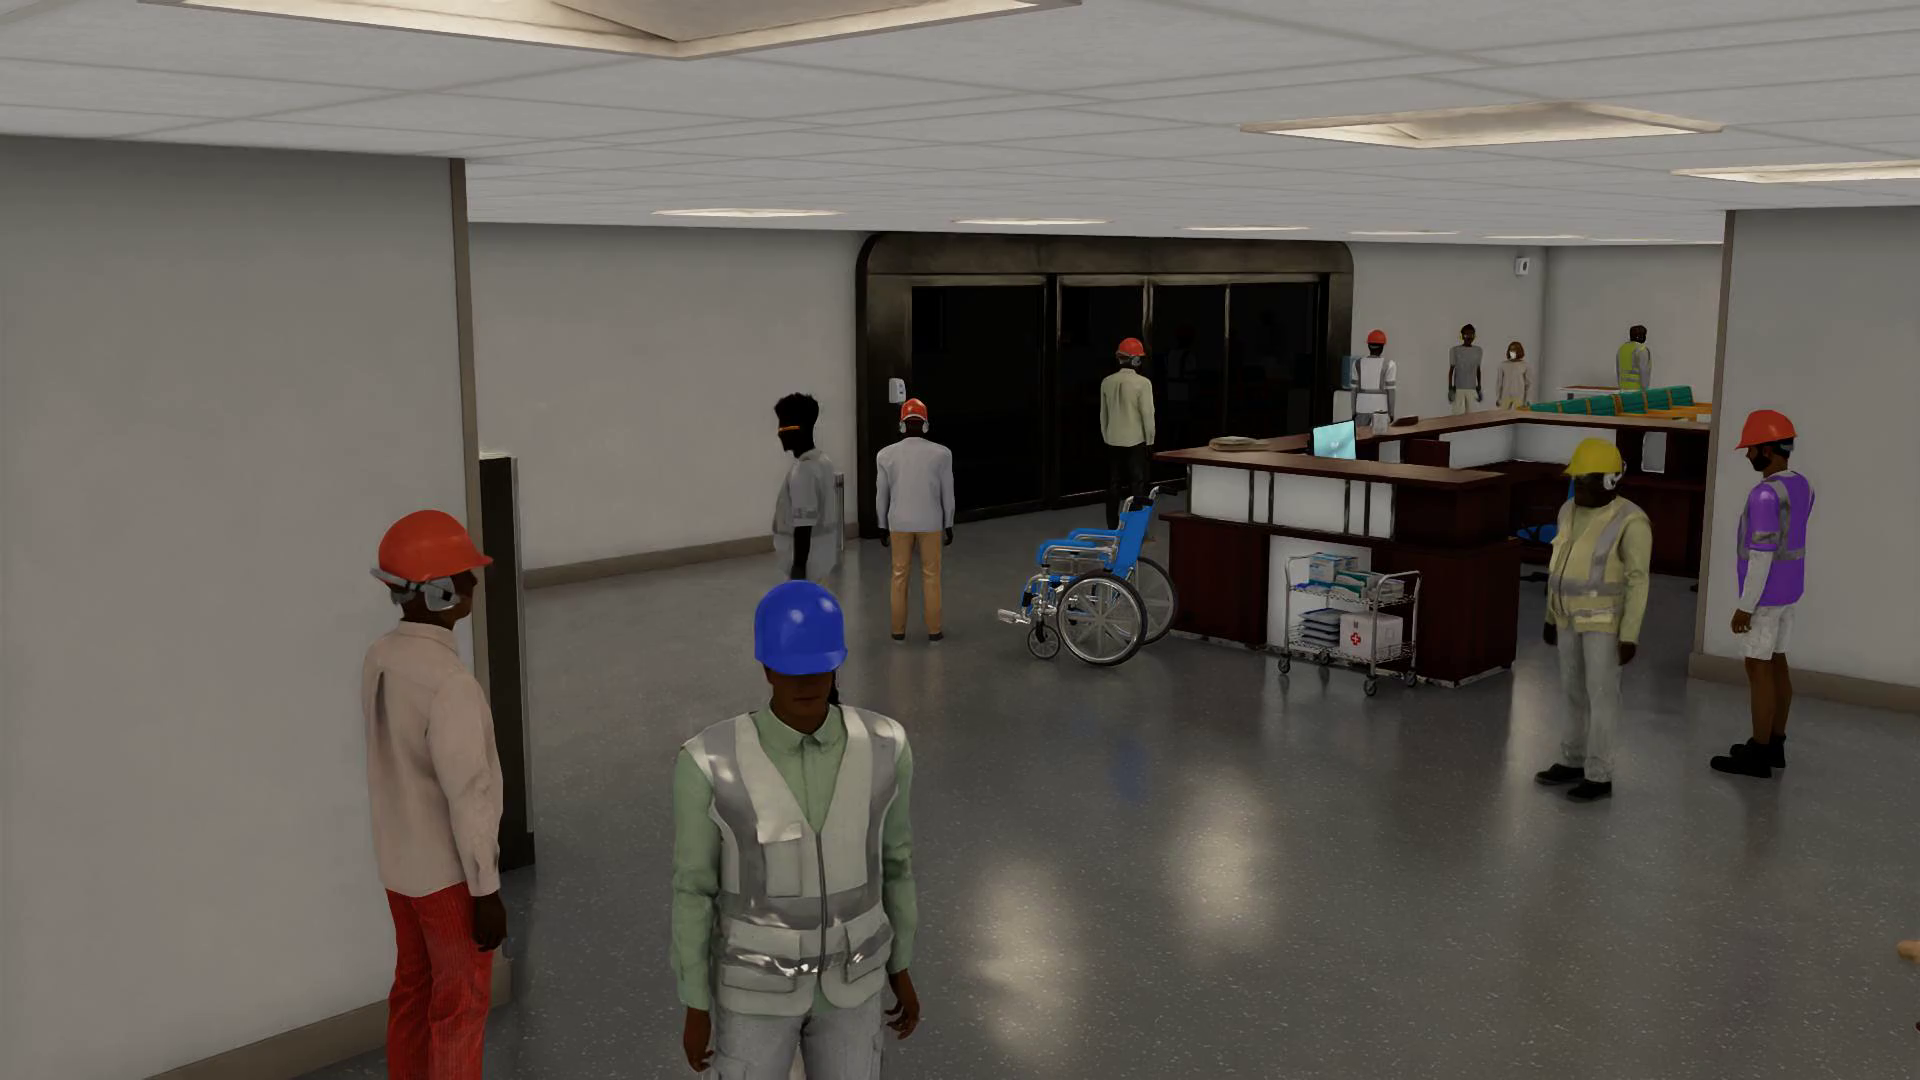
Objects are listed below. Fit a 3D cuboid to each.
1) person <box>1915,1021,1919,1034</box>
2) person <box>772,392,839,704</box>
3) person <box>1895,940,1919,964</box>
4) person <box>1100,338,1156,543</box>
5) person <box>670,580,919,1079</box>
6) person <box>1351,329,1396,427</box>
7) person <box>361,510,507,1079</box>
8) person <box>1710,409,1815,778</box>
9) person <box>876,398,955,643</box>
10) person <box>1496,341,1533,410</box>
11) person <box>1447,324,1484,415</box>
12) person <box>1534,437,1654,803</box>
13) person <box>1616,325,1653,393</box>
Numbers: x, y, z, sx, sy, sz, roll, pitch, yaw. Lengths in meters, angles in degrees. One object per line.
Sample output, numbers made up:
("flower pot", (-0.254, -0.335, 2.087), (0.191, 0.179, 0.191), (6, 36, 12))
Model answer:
("person", (3.536, 0.811, 5.651), (0.518, 1.874, 0.330), (-8, 12, -42))
("person", (-0.906, 0.136, 9.532), (0.420, 1.964, 0.654), (1, 9, 7))
("person", (3.891, 0.744, 6.233), (0.513, 1.819, 0.632), (6, 11, 33))
("person", (1.641, -0.960, 16.132), (0.620, 1.992, 0.389), (8, 12, 40))
("person", (-0.379, 1.046, 3.974), (0.612, 1.946, 0.405), (-4, 10, -23))
("person", (5.013, -1.582, 20.167), (0.547, 1.930, 0.389), (6, 11, 32))
("person", (-1.454, 0.906, 4.686), (0.375, 1.997, 0.611), (-8, 12, -41))
("person", (4.210, 0.280, 8.734), (0.543, 1.928, 0.372), (-9, 13, -43))
("person", (-0.315, -0.133, 11.831), (0.564, 1.743, 0.353), (1, 9, 4))
("person", (7.861, -2.001, 23.624), (0.501, 1.633, 0.282), (6, 11, 34))
("person", (7.288, -2.168, 23.941), (0.554, 1.868, 0.320), (-1, 9, -7))
("person", (3.164, 0.392, 8.362), (0.403, 1.829, 0.594), (-4, 10, -21))
("person", (9.858, -2.214, 24.298), (0.429, 1.845, 0.621), (-3, 10, -16))
